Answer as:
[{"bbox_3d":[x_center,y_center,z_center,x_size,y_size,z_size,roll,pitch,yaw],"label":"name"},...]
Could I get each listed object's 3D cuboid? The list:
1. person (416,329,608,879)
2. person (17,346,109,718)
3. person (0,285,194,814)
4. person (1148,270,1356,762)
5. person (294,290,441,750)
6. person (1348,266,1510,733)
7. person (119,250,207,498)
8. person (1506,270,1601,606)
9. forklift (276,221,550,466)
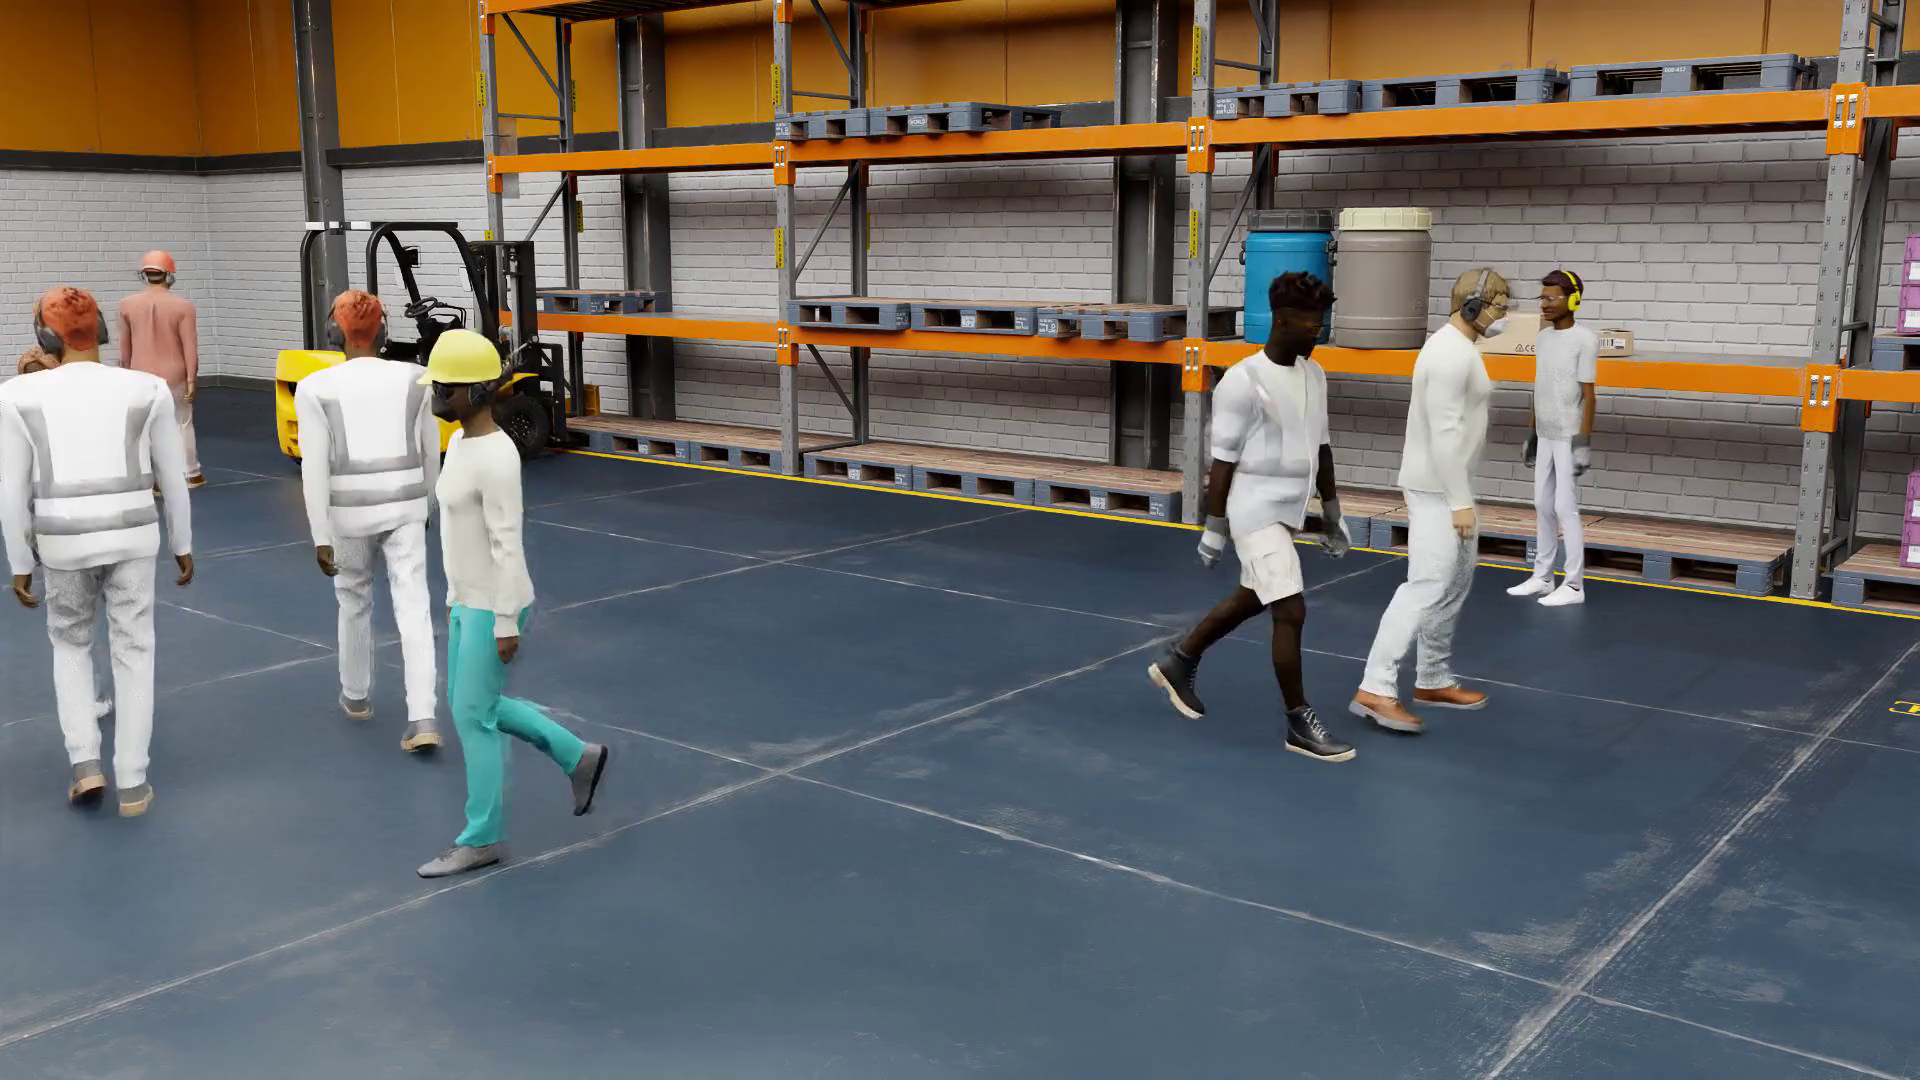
[{"bbox_3d":[-1.478,0.190,5.374,0.606,1.748,0.537,-5,12,-28],"label":"person"},{"bbox_3d":[-3.776,-0.056,7.199,0.556,1.590,0.812,-2,10,-12],"label":"person"},{"bbox_3d":[-3.055,0.034,5.924,0.595,1.862,0.537,-5,11,-26],"label":"person"},{"bbox_3d":[1.172,-0.124,6.686,0.968,1.919,0.618,9,14,40],"label":"person"},{"bbox_3d":[-2.355,-0.086,6.720,0.568,1.837,1.034,-6,12,-28],"label":"person"},{"bbox_3d":[1.961,-0.173,6.949,0.548,1.915,0.810,4,11,20],"label":"person"},{"bbox_3d":[-6.364,-1.319,13.225,0.623,1.945,1.021,-1,10,-8],"label":"person"},{"bbox_3d":[3.330,-0.564,9.270,0.321,1.860,0.512,-3,11,-15],"label":"person"},{"bbox_3d":[-4.922,-1.741,14.854,1.214,2.155,2.313,8,13,38],"label":"forklift"}]
